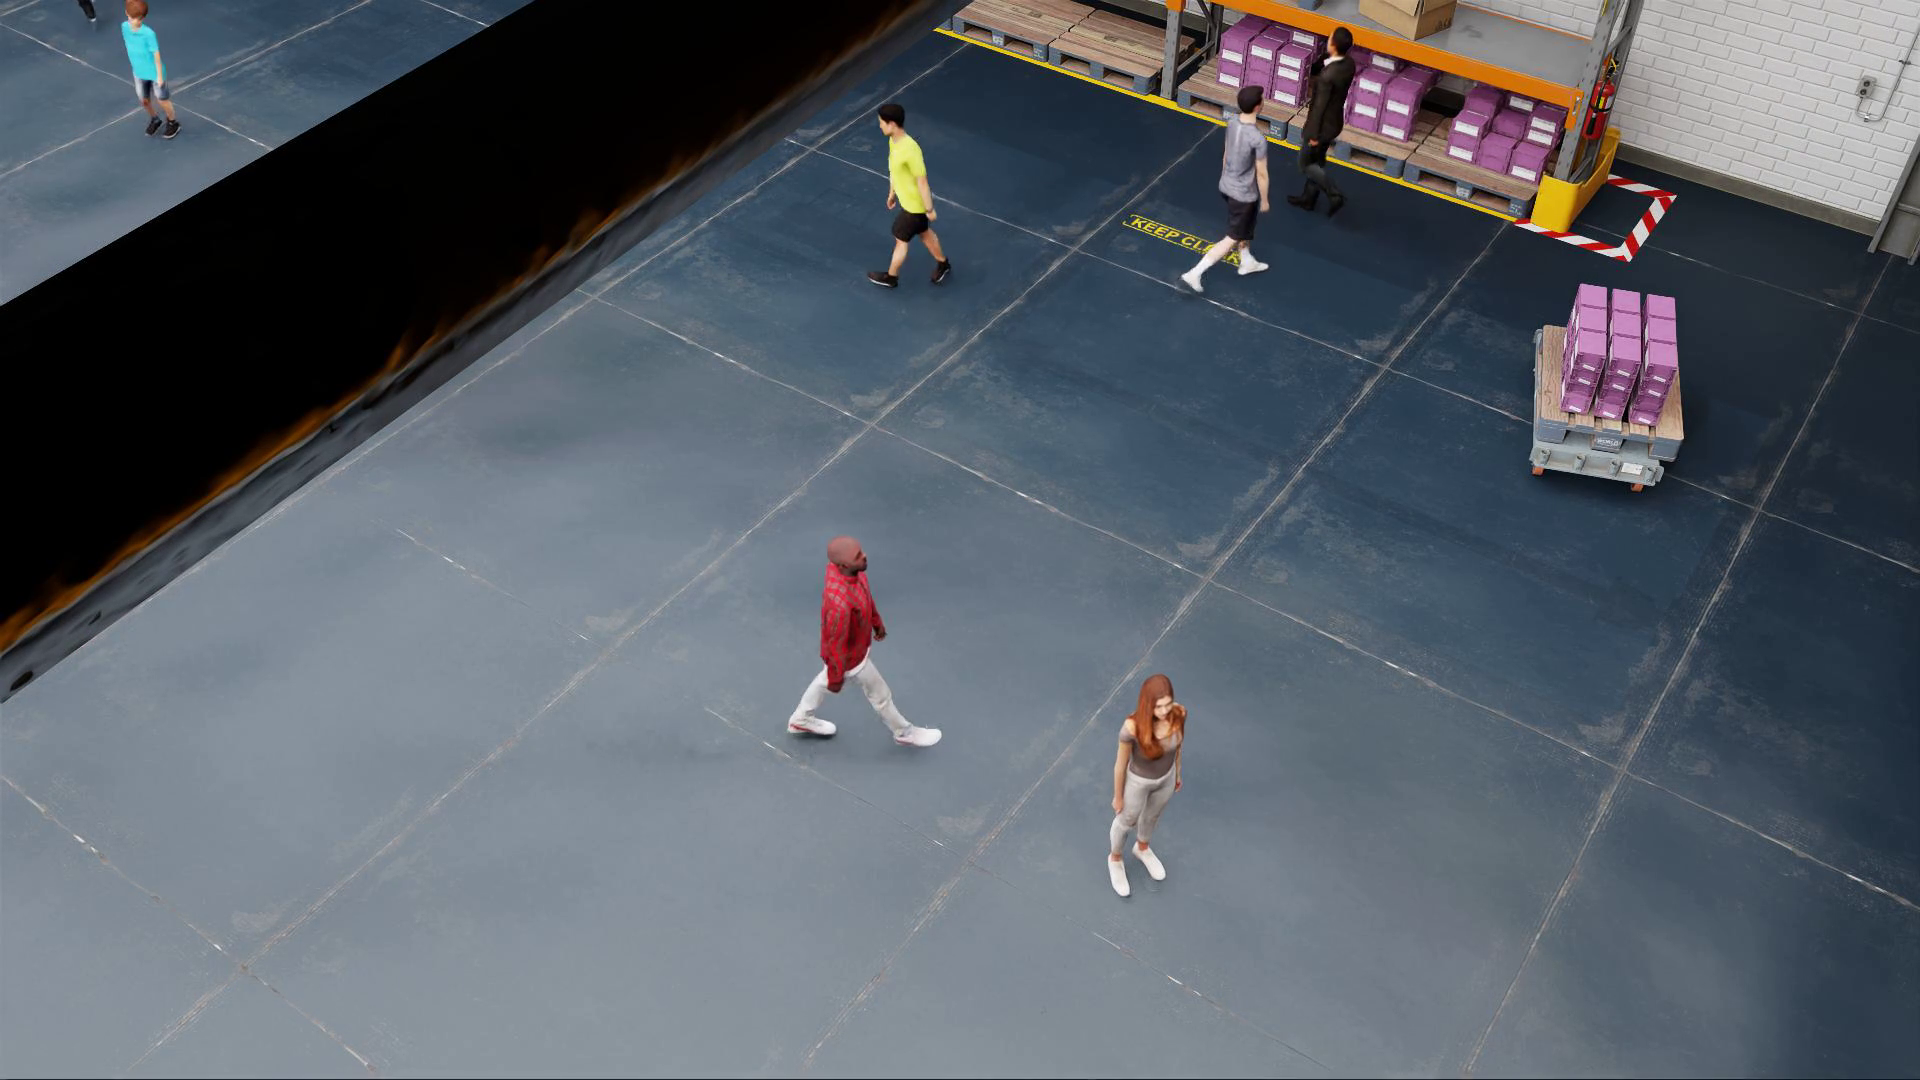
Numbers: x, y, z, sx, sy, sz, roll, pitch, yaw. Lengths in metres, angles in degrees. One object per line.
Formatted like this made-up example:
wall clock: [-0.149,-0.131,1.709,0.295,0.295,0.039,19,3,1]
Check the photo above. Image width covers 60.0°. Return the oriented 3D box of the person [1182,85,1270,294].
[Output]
person: [2.259,-2.879,13.809,1.118,1.844,1.195,-17,46,-17]

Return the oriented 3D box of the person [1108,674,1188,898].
person: [1.059,1.359,9.447,0.672,1.724,0.674,-18,47,-18]

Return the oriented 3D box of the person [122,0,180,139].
person: [-7.716,-4.497,15.815,0.562,1.420,0.724,21,47,20]

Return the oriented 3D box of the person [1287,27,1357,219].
person: [3.274,-3.643,14.650,0.889,1.791,0.725,30,51,28]

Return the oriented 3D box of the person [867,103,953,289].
person: [-0.324,-2.855,13.923,1.080,1.653,1.046,-17,46,-17]

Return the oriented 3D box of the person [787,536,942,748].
person: [-0.774,0.653,10.153,1.321,1.774,1.149,0,44,0]
